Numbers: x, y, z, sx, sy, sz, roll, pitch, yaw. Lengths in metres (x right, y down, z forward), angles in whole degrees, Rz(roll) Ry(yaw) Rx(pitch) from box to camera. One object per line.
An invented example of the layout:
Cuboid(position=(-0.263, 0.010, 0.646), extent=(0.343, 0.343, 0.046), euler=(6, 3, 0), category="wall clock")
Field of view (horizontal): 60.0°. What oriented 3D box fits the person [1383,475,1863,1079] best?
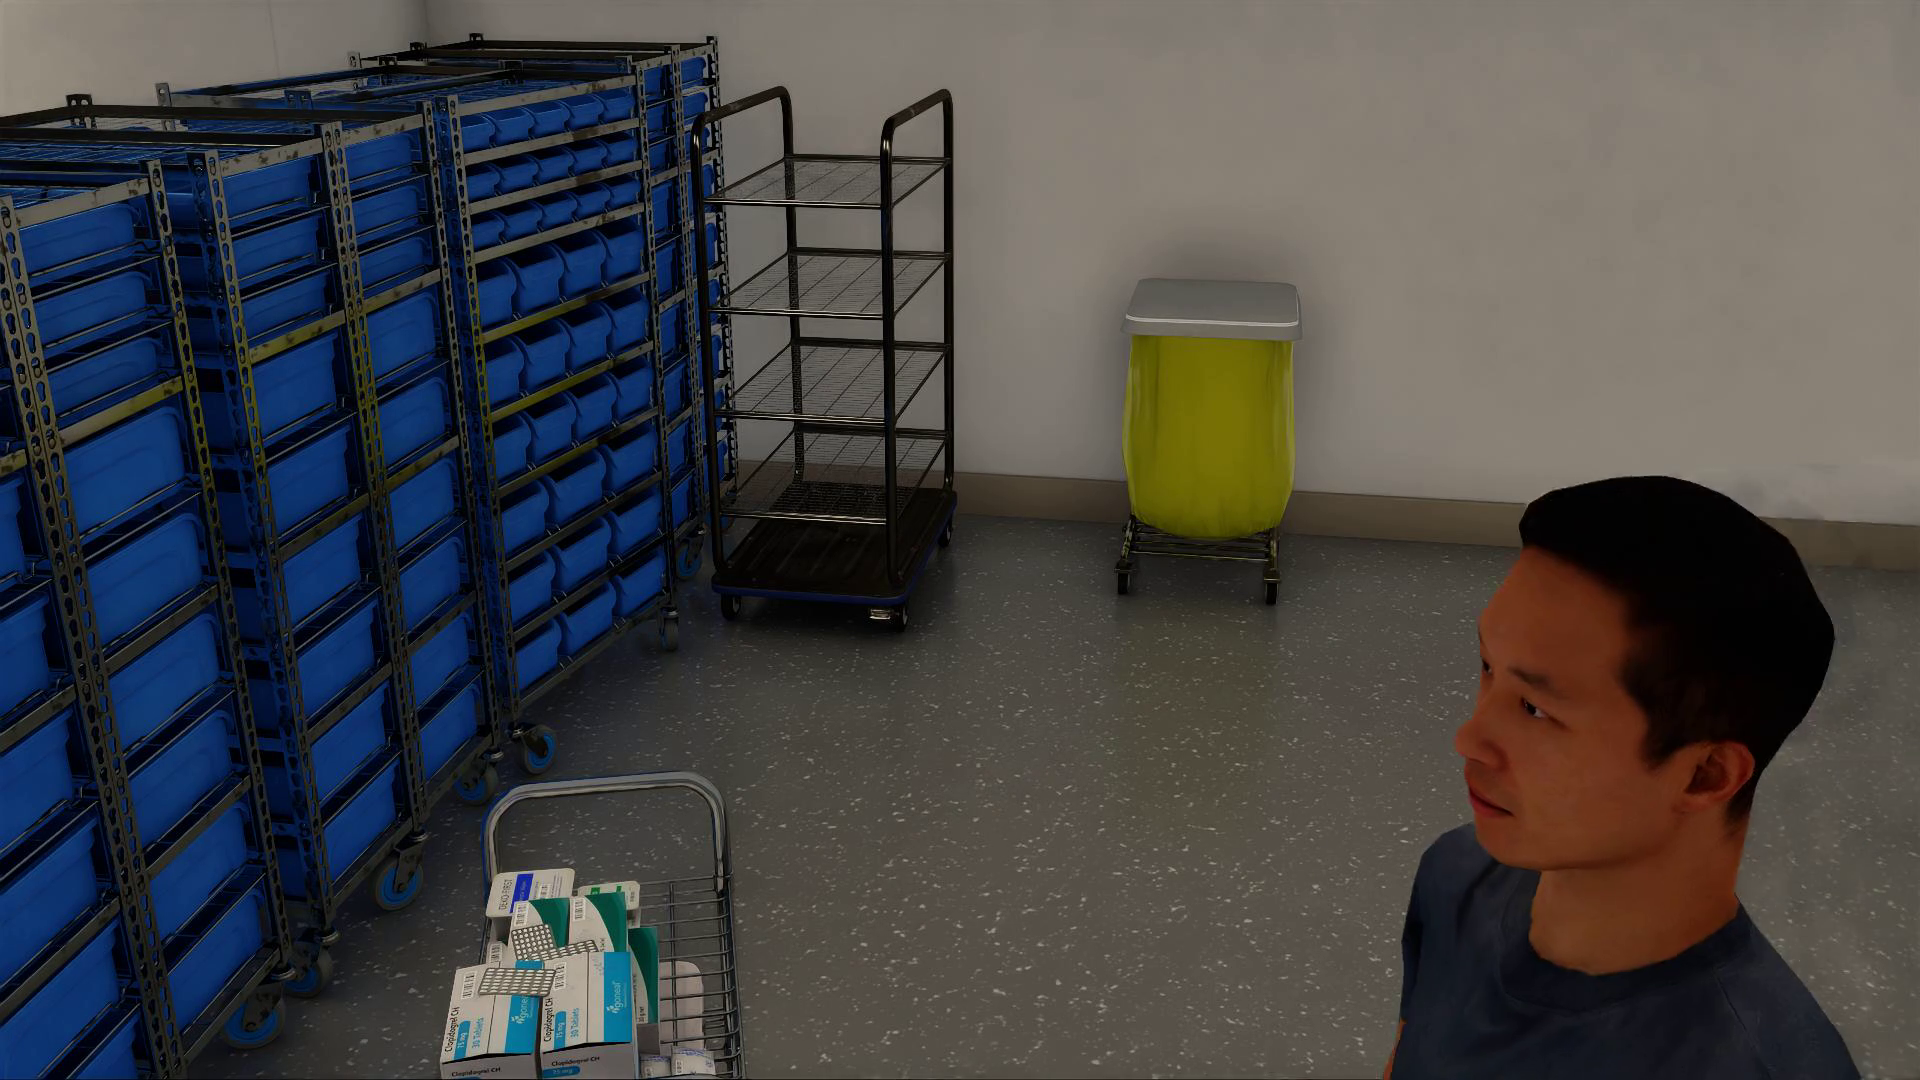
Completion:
Cuboid(position=(0.544, 0.807, 1.344), extent=(0.723, 1.801, 0.726), euler=(0, 21, -1), category="person")
